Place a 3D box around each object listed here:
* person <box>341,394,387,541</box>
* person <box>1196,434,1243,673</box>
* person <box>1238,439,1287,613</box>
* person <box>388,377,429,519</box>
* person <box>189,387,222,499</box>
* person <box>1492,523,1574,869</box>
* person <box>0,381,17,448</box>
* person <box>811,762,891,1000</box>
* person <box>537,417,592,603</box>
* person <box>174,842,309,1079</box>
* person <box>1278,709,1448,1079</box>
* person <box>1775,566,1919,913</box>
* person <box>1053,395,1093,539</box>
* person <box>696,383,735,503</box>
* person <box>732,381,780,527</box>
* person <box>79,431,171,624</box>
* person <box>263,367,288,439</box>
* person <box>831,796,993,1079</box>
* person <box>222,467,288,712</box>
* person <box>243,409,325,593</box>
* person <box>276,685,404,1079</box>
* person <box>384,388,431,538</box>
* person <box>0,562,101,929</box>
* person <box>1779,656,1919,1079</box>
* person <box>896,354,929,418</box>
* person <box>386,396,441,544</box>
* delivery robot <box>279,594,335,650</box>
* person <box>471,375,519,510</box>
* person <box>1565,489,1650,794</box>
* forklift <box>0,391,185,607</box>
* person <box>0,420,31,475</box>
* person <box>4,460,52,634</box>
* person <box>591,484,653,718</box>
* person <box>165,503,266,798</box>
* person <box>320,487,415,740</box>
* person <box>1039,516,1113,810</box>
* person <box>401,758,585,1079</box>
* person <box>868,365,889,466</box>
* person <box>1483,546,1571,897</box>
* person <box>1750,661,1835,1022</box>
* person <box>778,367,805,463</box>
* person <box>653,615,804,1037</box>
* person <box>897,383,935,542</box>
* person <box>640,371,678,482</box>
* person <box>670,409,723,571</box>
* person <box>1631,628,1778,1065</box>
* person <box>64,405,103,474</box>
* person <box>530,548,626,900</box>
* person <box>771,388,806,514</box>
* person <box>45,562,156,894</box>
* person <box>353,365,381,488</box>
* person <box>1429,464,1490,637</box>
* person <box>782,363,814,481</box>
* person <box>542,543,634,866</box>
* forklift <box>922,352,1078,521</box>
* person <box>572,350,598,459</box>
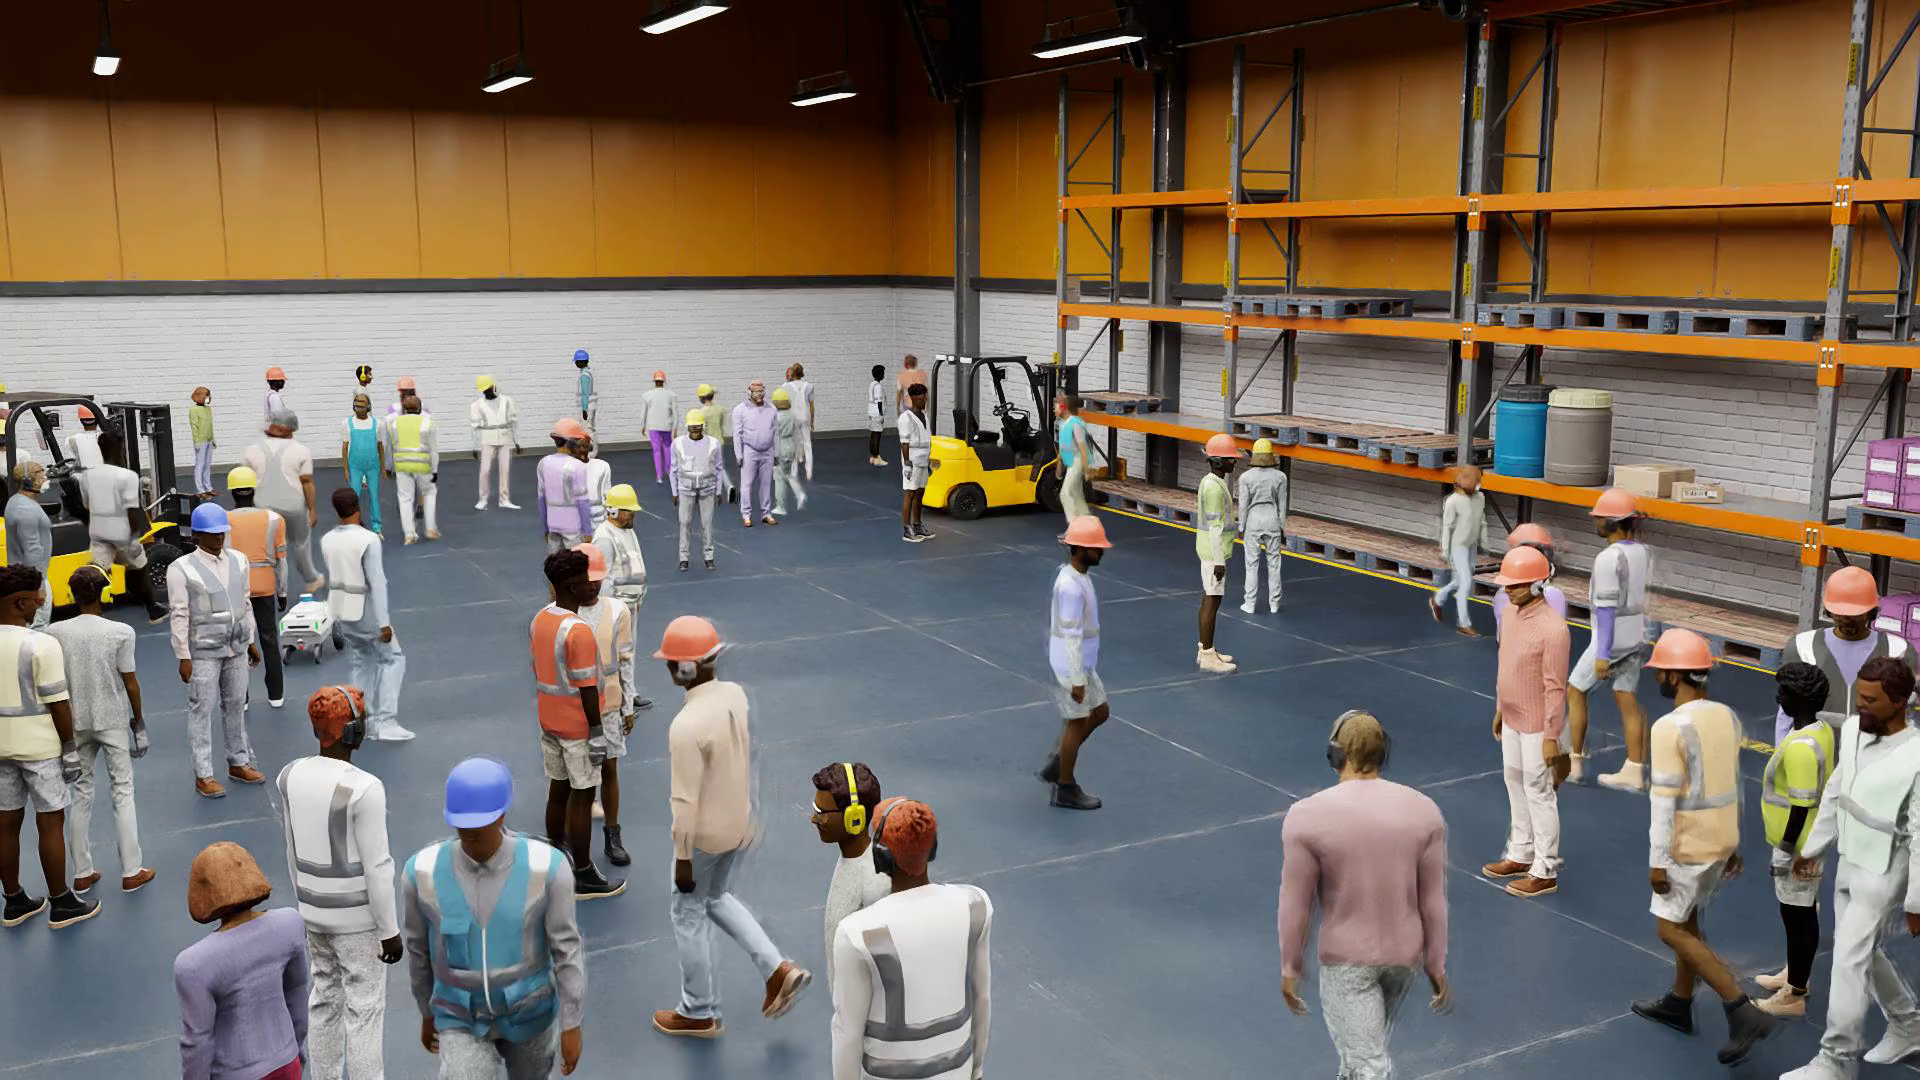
[{"bbox_3d":[-7.353,-0.886,20.538,0.505,1.842,0.348,-5,11,-26],"label":"person"},{"bbox_3d":[2.209,0.109,14.229,0.376,2.044,0.607,1,10,5],"label":"person"},{"bbox_3d":[2.999,-0.139,16.543,0.483,1.736,0.311,0,10,-1],"label":"person"},{"bbox_3d":[-7.459,-1.251,22.526,0.569,1.884,0.809,-6,11,-29],"label":"person"},{"bbox_3d":[-10.996,-1.416,24.191,0.289,1.632,0.497,1,10,4],"label":"person"},{"bbox_3d":[3.355,0.916,9.784,0.429,1.976,0.755,-2,10,-12],"label":"person"},{"bbox_3d":[-13.566,-1.367,23.526,0.533,1.768,0.310,2,10,14],"label":"person"},{"bbox_3d":[-0.354,1.672,5.763,0.335,1.865,0.501,-3,10,-16],"label":"person"},{"bbox_3d":[-3.671,-0.134,15.634,0.614,2.038,0.396,7,12,34],"label":"person"},{"bbox_3d":[-2.414,1.807,5.632,0.284,1.633,0.498,5,11,27],"label":"person"},{"bbox_3d":[1.529,1.585,6.310,0.644,1.865,1.107,-2,10,-14],"label":"person"},{"bbox_3d":[4.468,1.126,8.431,0.623,2.028,0.410,5,11,27],"label":"person"},{"bbox_3d":[1.418,-0.901,20.723,0.638,1.802,0.579,-2,10,-9],"label":"person"},{"bbox_3d":[-3.459,-1.329,23.357,0.578,1.741,0.536,9,14,43],"label":"person"},{"bbox_3d":[-2.644,-1.131,21.759,0.643,1.909,0.410,-6,12,-32],"label":"person"},{"bbox_3d":[-7.916,-0.076,15.668,0.619,1.906,0.979,1,10,8],"label":"person"},{"bbox_3d":[-9.772,-1.513,23.867,0.355,1.938,0.545,-7,12,-34],"label":"person"},{"bbox_3d":[-0.149,1.740,5.336,0.574,1.876,0.355,-7,12,-33],"label":"person"},{"bbox_3d":[-5.563,0.385,13.013,0.581,1.919,0.393,-7,12,-34],"label":"person"},{"bbox_3d":[-6.960,-0.390,17.110,0.751,2.000,1.027,0,10,-2],"label":"person"},{"bbox_3d":[-2.469,1.505,6.686,0.579,1.879,0.352,6,12,32],"label":"person"},{"bbox_3d":[-7.011,-1.003,21.140,0.583,1.887,0.914,-7,12,-34],"label":"person"},{"bbox_3d":[-4.941,1.092,8.812,0.600,1.958,0.378,2,10,10],"label":"person"},{"bbox_3d":[3.941,1.414,7.148,0.740,1.895,0.603,0,10,0],"label":"person"},{"bbox_3d":[-0.807,-2.322,28.909,0.576,1.811,0.867,-4,11,-23],"label":"person"},{"bbox_3d":[-6.732,-0.874,20.564,0.635,1.810,0.693,-1,10,-3],"label":"person"},{"bbox_3d":[-5.767,0.722,14.709,0.477,0.478,0.707,-1,10,-9],"label":"delivery robot"},{"bbox_3d":[-6.479,-1.354,23.116,0.667,1.893,0.486,-6,11,-29],"label":"person"},{"bbox_3d":[4.267,0.657,11.126,0.645,2.013,0.839,-9,13,-42],"label":"person"},{"bbox_3d":[-9.026,-0.363,16.508,1.214,2.155,2.313,6,11,29],"label":"forklift"},{"bbox_3d":[-10.357,-0.427,18.106,0.523,1.772,0.301,-1,10,-7],"label":"person"},{"bbox_3d":[-7.405,0.323,13.295,0.376,1.940,0.629,-7,12,-34],"label":"person"},{"bbox_3d":[-2.616,0.469,12.818,0.403,1.817,0.605,1,10,8],"label":"person"},{"bbox_3d":[-4.922,0.713,11.022,0.389,1.946,0.614,5,11,27],"label":"person"},{"bbox_3d":[-4.318,0.556,12.113,0.654,1.886,0.506,7,12,34],"label":"person"},{"bbox_3d":[0.778,0.791,10.649,0.402,1.920,0.576,2,10,9],"label":"person"},{"bbox_3d":[-1.631,1.638,5.886,0.611,1.892,1.055,-2,10,-10],"label":"person"},{"bbox_3d":[-1.382,-2.095,27.917,0.319,1.697,0.532,-3,10,-16],"label":"person"},{"bbox_3d":[3.142,1.005,9.282,0.434,1.976,0.613,-2,10,-9],"label":"person"},{"bbox_3d":[3.917,1.400,7.793,0.321,1.695,0.530,7,12,34],"label":"person"},{"bbox_3d":[-2.829,-2.105,28.136,0.514,1.641,0.308,-2,10,-9],"label":"person"},{"bbox_3d":[-1.089,1.307,7.513,0.596,1.974,0.620,4,11,20],"label":"person"},{"bbox_3d":[-0.532,-0.970,20.661,0.367,1.966,0.606,5,11,27],"label":"person"},{"bbox_3d":[-4.732,-1.797,26.133,0.570,1.716,0.828,-3,10,-18],"label":"person"},{"bbox_3d":[-2.955,-0.564,18.705,0.591,1.834,0.404,-2,10,-11],"label":"person"},{"bbox_3d":[3.344,1.366,7.429,0.560,1.906,0.754,-6,12,-33],"label":"person"},{"bbox_3d":[-9.567,-0.569,18.424,0.545,1.942,0.349,-4,11,-21],"label":"person"},{"bbox_3d":[-2.146,1.012,9.246,0.367,1.967,0.606,-8,13,-40],"label":"person"},{"bbox_3d":[-2.386,-1.198,22.626,0.460,1.730,0.500,7,12,36],"label":"person"},{"bbox_3d":[-4.830,1.057,9.324,0.504,1.858,0.340,0,10,-2],"label":"person"},{"bbox_3d":[-9.036,-1.718,25.272,0.315,1.865,0.519,-2,10,-13],"label":"person"},{"bbox_3d":[4.722,0.064,15.724,0.493,1.602,0.730,-6,12,-33],"label":"person"},{"bbox_3d":[-2.527,-1.840,26.016,0.506,1.846,0.348,-3,10,-19],"label":"person"},{"bbox_3d":[-2.142,0.965,9.641,0.547,1.931,0.381,-5,11,-25],"label":"person"},{"bbox_3d":[0.460,-1.461,22.833,2.313,2.155,1.214,-5,11,-28],"label":"forklift"},{"bbox_3d":[-6.318,-2.242,28.080,0.416,1.940,0.618,-1,10,-3],"label":"person"}]
